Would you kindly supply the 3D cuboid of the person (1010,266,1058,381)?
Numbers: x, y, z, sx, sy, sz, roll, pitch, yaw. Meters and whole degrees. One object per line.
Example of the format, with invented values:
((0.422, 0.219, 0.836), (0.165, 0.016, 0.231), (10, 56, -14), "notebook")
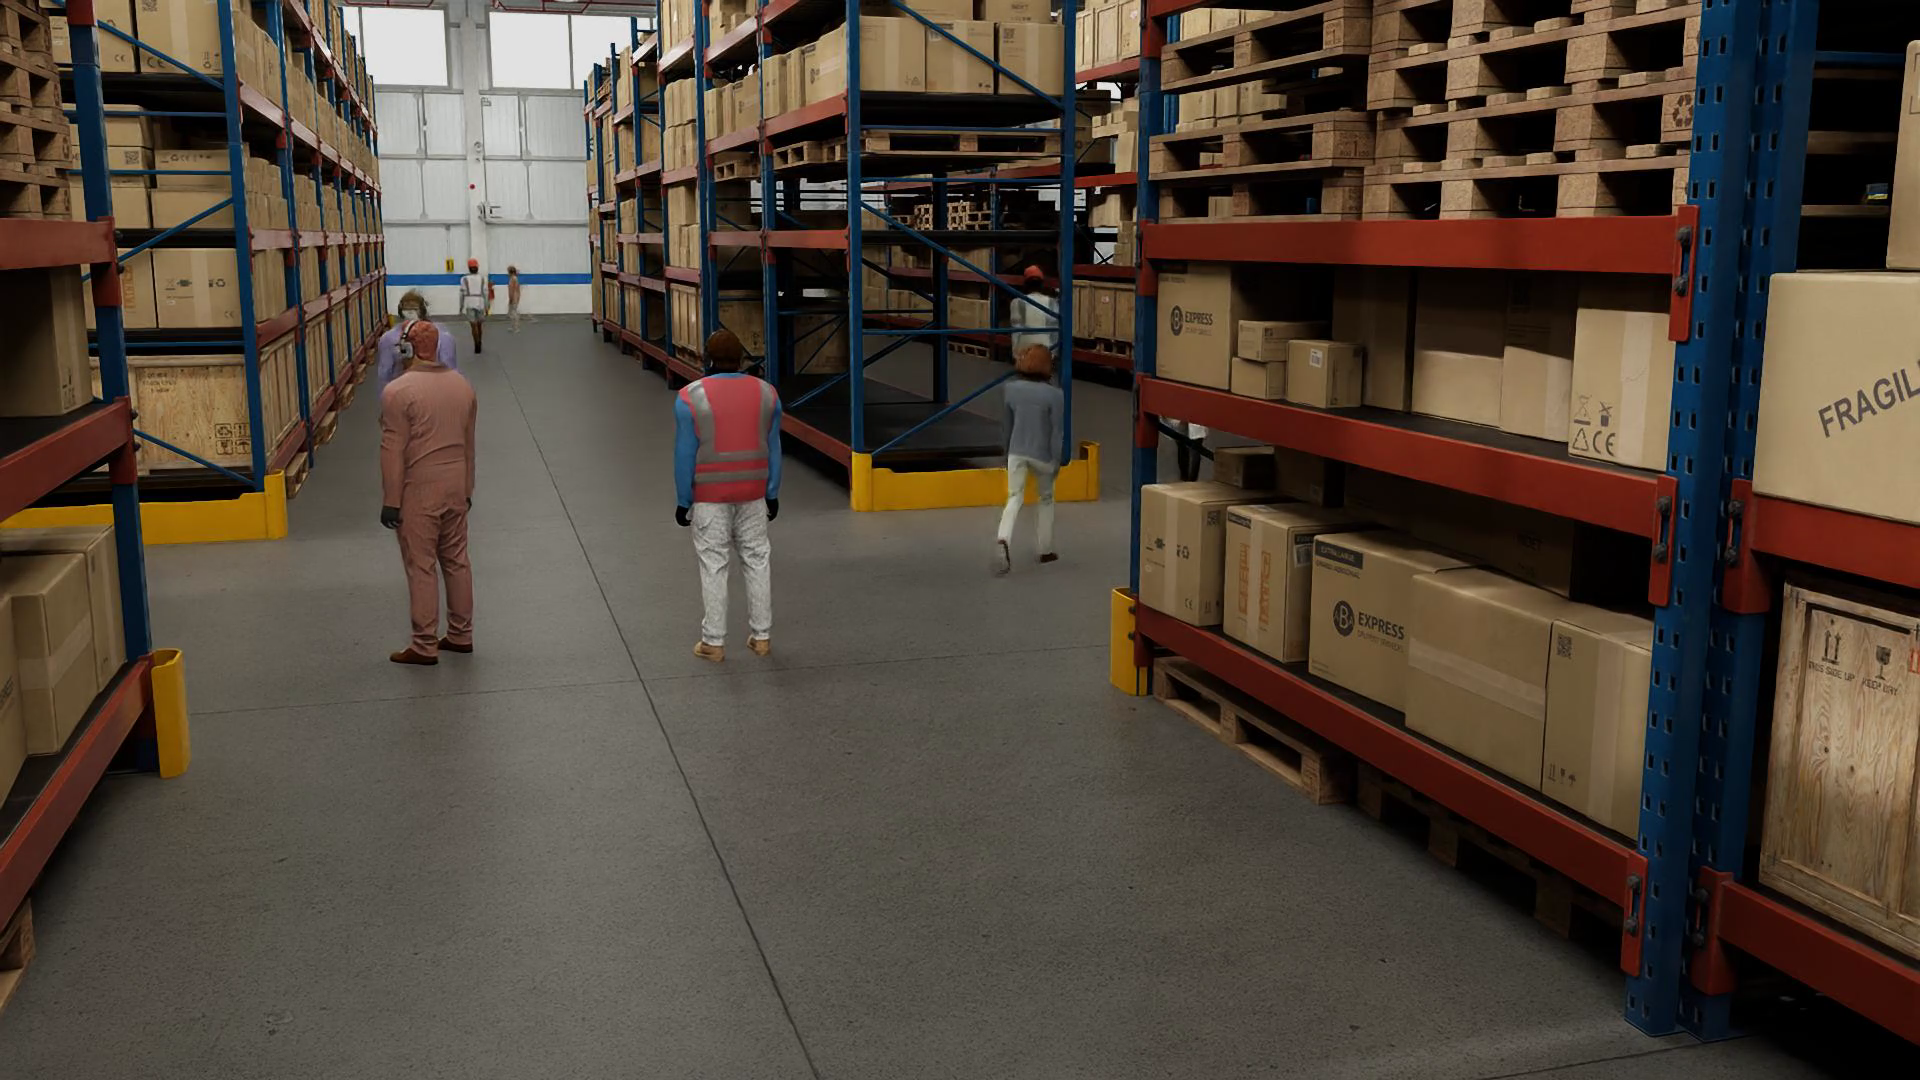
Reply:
((0.857, -2.271, 19.955), (0.630, 1.987, 1.042), (-3, 11, -14), "person")

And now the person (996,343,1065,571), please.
((0.483, -0.584, 11.749), (0.500, 1.610, 0.720), (4, 11, 23), "person")

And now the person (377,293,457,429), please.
((-4.548, -1.123, 13.956), (0.650, 1.887, 1.043), (0, 10, -1), "person")

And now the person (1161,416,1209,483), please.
((2.036, -1.170, 14.880), (0.544, 1.639, 0.894), (2, 11, 12), "person")

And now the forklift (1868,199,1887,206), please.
((11.338, -2.915, 21.052), (1.129, 2.768, 1.873), (-3, 11, -17), "forklift")

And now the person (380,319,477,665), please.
((-2.959, -0.265, 9.228), (0.400, 1.901, 0.645), (5, 11, 25), "person")

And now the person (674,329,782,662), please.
((-1.298, -0.246, 9.267), (0.630, 1.842, 0.429), (-6, 12, -28), "person")

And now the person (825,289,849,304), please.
((-2.307, -4.402, 32.180), (0.434, 1.807, 0.777), (-8, 13, -38), "person")

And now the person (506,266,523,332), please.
((-11.068, -5.928, 41.020), (0.541, 1.623, 0.526), (-2, 11, -12), "person")

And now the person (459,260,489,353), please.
((-9.882, -4.750, 33.853), (0.563, 1.891, 0.989), (-5, 11, -25), "person")
